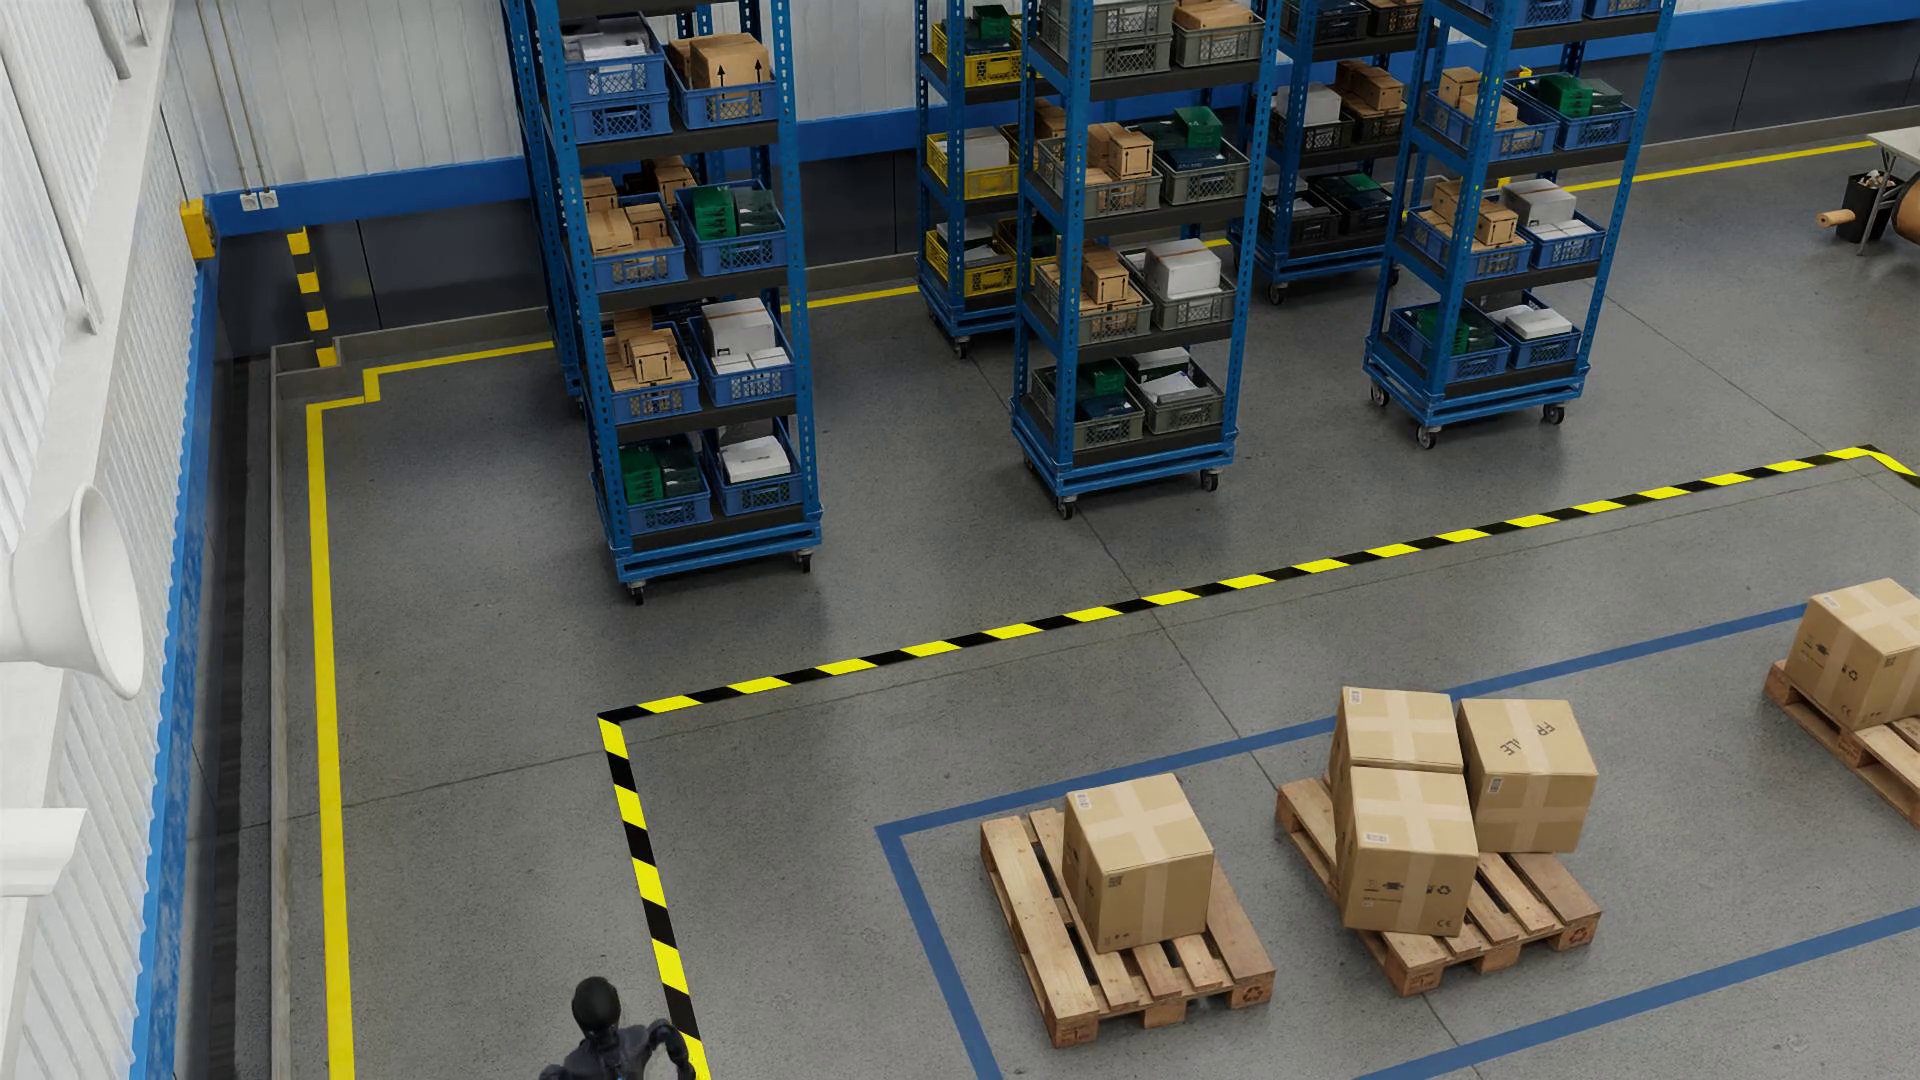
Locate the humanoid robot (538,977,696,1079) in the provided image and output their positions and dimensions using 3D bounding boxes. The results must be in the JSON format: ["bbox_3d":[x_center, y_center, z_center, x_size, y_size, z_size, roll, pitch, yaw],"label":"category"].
[{"bbox_3d":[-1.173,2.110,5.854,0.589,1.633,0.702,-19,39,-24],"label":"humanoid robot"}]
